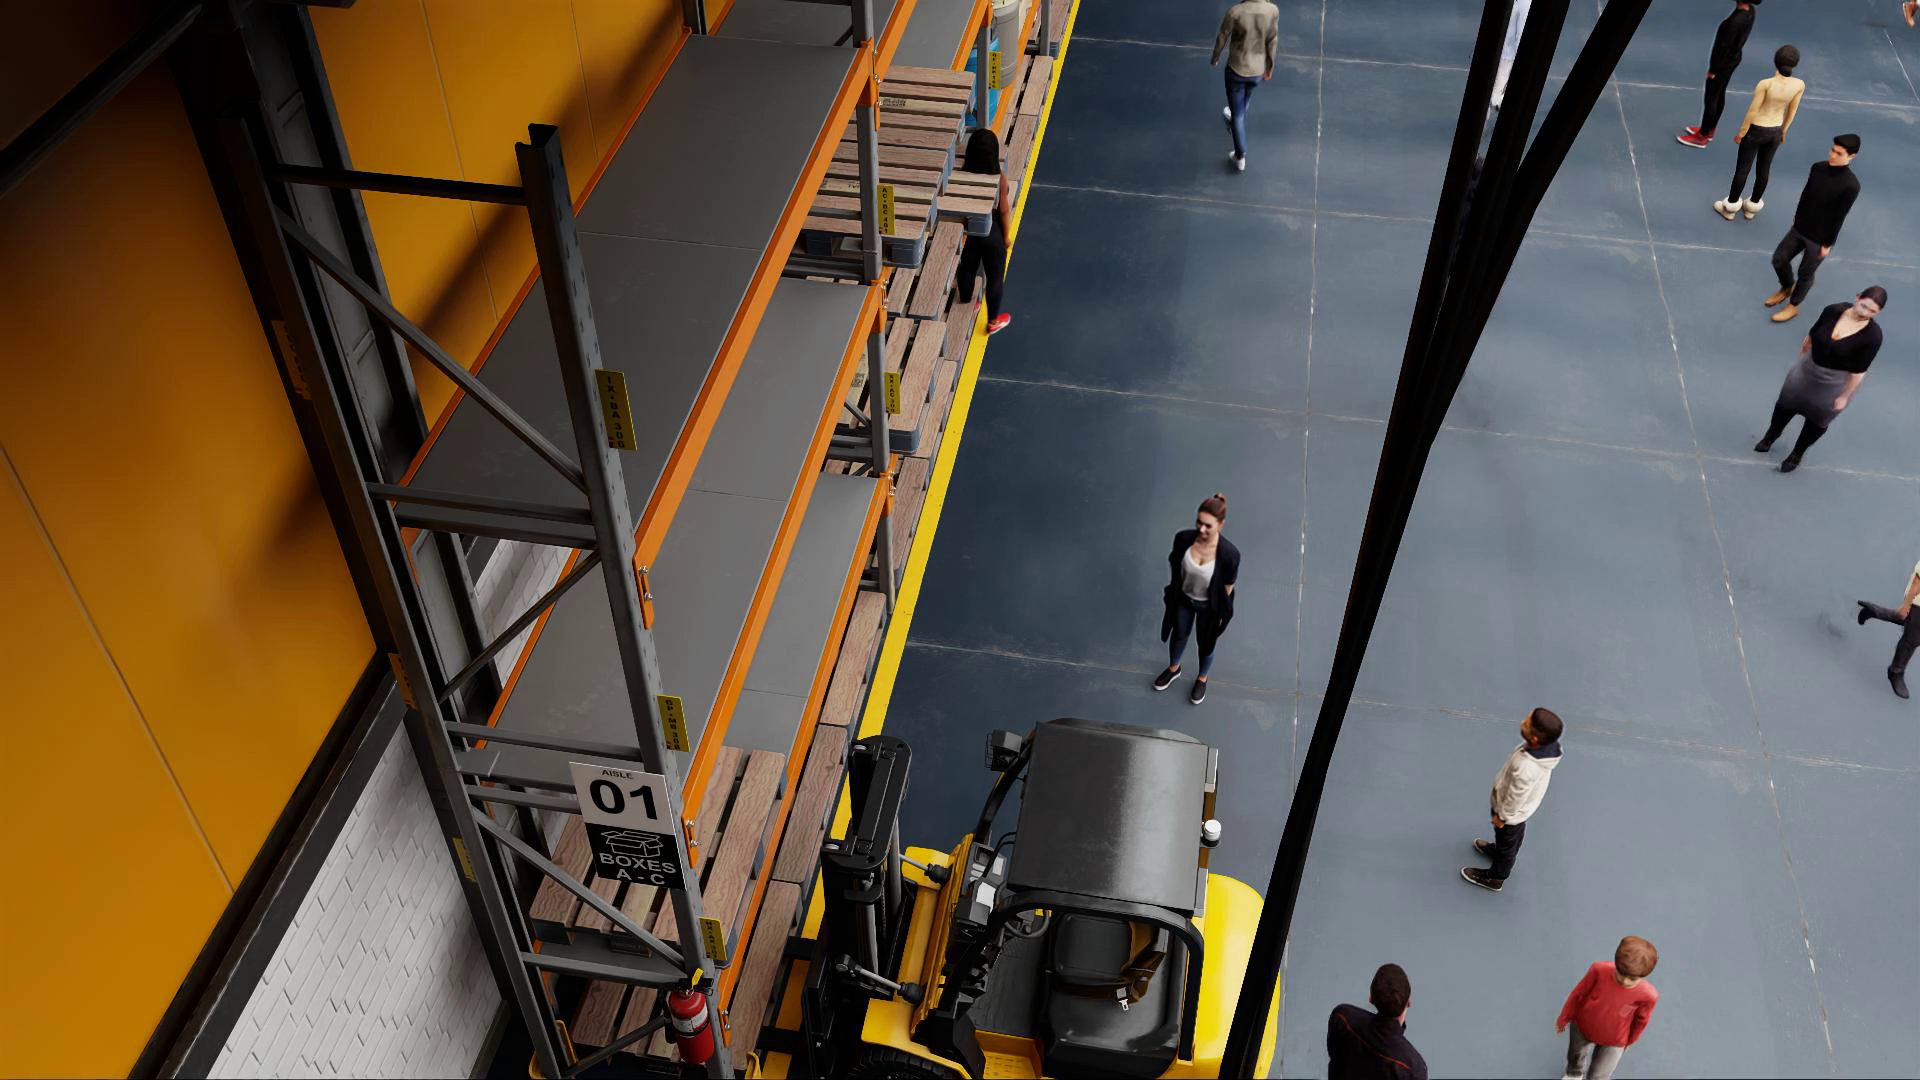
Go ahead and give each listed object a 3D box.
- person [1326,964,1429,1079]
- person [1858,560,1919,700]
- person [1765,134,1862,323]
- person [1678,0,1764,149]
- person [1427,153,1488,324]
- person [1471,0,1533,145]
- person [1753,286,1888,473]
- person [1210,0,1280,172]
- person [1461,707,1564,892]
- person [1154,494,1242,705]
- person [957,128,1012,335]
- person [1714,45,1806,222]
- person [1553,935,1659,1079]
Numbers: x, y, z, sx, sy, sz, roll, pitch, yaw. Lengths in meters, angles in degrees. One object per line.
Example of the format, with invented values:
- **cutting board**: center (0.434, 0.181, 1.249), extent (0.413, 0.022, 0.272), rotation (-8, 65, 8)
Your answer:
- **person**: center (1.872, 2.776, 7.955), extent (1.247, 1.850, 1.126), rotation (-30, 51, -28)
- **person**: center (6.210, 0.328, 10.732), extent (0.859, 1.566, 0.986), rotation (-18, 47, -18)
- **person**: center (7.084, -2.570, 13.668), extent (0.827, 1.711, 0.738), rotation (-18, 47, -18)
- **person**: center (7.251, -4.520, 15.741), extent (0.723, 1.676, 0.617), rotation (31, 51, 28)
- **person**: center (4.074, -2.339, 13.458), extent (0.760, 1.667, 0.771), rotation (-6, 44, -6)
- **person**: center (5.140, -4.579, 15.660), extent (0.991, 1.874, 0.936), rotation (-23, 48, -22)
- **person**: center (6.342, -1.194, 12.207), extent (0.881, 1.735, 0.807), rotation (-12, 45, -12)
- **person**: center (2.653, -4.300, 15.408), extent (1.002, 1.816, 1.248), rotation (-9, 44, -10)
- **person**: center (3.222, 1.488, 9.595), extent (0.713, 1.454, 0.572), rotation (23, 48, 22)
- **person**: center (1.531, 0.371, 10.603), extent (0.704, 1.683, 0.686), rotation (23, 48, 22)
- **person**: center (0.182, -2.515, 13.535), extent (0.750, 1.815, 0.746), rotation (24, 48, 23)
- **person**: center (7.161, -3.625, 14.816), extent (0.618, 1.657, 0.572), rotation (1, 44, 1)
- **person**: center (3.340, 2.465, 8.604), extent (0.651, 1.407, 0.708), rotation (32, 52, 29)
